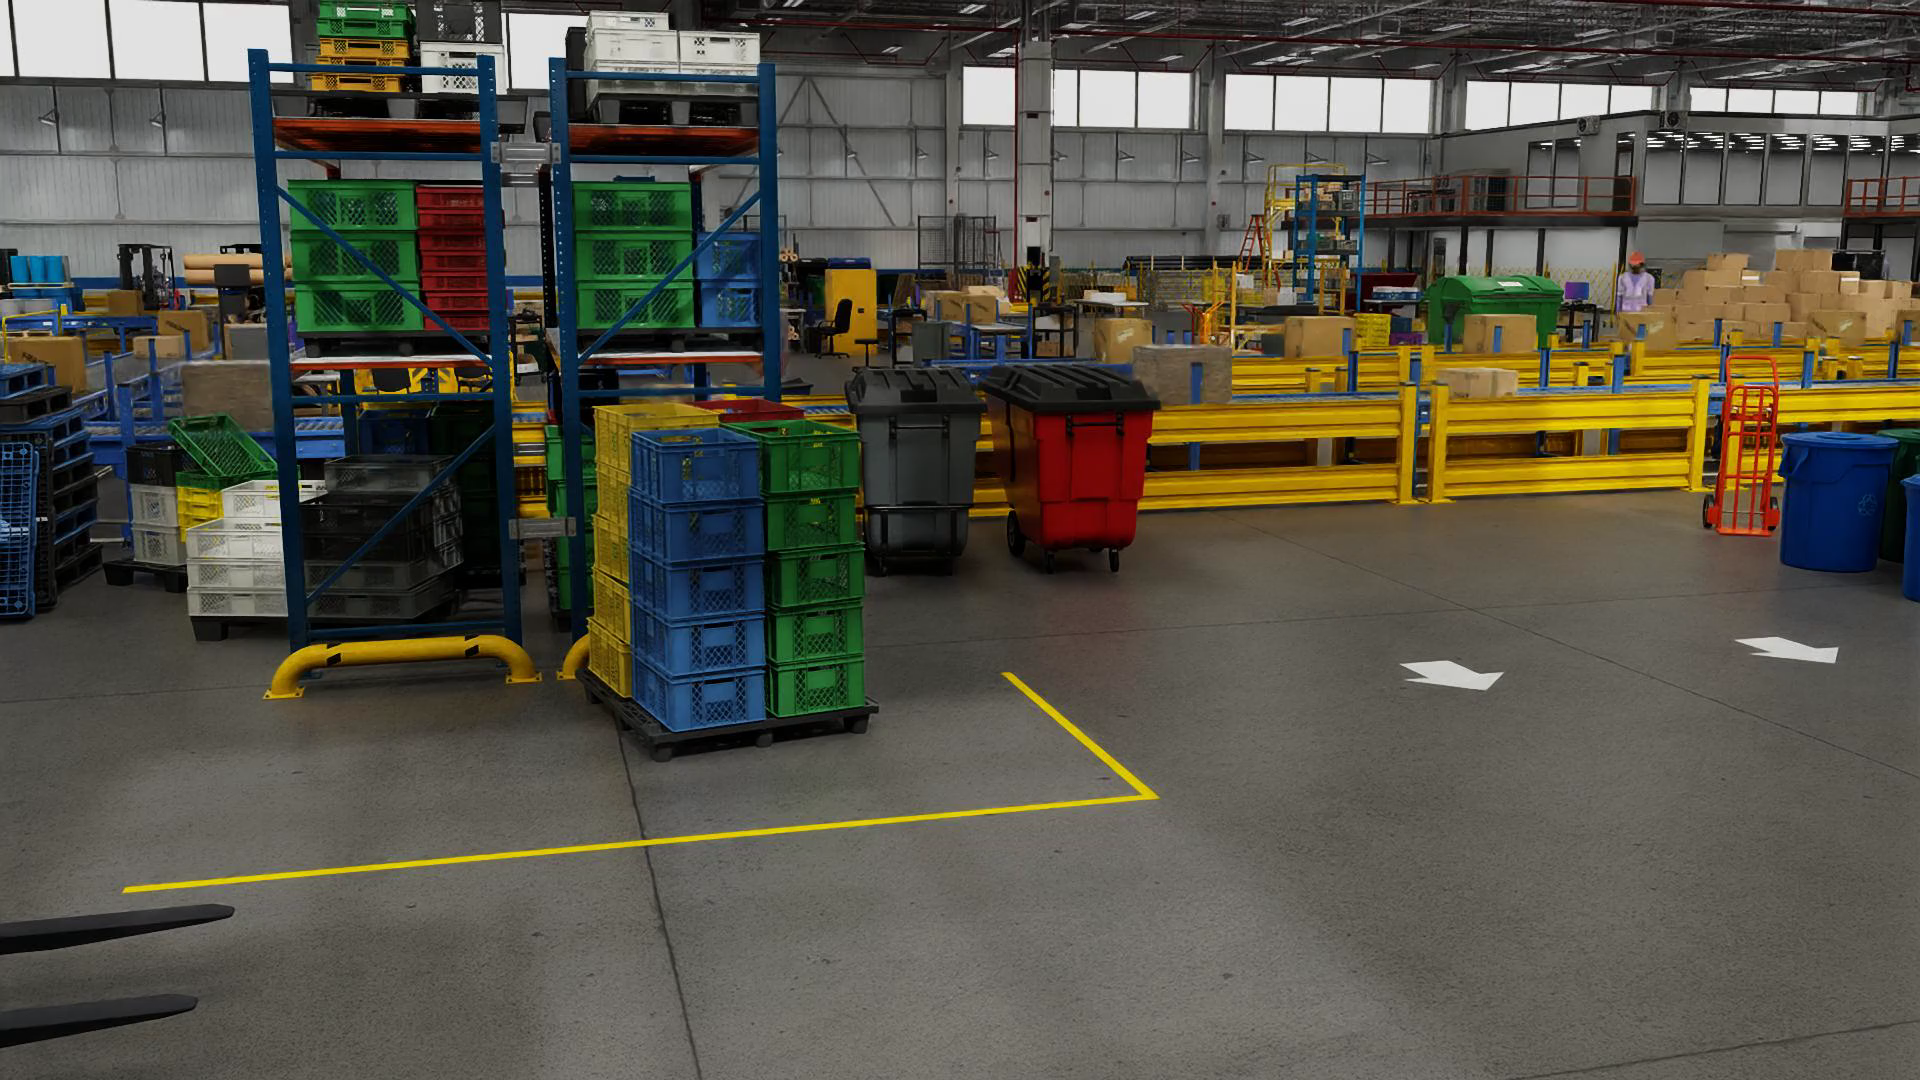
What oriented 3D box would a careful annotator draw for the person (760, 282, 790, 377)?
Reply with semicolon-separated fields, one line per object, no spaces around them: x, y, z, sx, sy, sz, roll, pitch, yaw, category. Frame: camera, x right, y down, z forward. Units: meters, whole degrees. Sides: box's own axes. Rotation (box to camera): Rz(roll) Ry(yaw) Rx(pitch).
-2.226;-2.164;19.373;0.479;1.751;0.545;10;14;44;person

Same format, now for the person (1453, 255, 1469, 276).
16.090;-8.257;53.669;0.598;1.830;0.976;-2;10;-9;person

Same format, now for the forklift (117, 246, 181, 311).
-19.966;-6.232;40.894;1.157;1.987;2.680;-3;10;-15;forklift

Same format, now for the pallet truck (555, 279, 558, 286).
-10.604;-6.375;44.520;0.653;1.274;1.630;-3;10;-15;pallet truck

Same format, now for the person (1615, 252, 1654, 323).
11.844;-4.038;29.210;0.631;2.027;0.423;6;11;29;person

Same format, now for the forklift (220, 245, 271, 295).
-17.749;-6.334;41.440;1.157;1.987;2.680;-3;10;-17;forklift
